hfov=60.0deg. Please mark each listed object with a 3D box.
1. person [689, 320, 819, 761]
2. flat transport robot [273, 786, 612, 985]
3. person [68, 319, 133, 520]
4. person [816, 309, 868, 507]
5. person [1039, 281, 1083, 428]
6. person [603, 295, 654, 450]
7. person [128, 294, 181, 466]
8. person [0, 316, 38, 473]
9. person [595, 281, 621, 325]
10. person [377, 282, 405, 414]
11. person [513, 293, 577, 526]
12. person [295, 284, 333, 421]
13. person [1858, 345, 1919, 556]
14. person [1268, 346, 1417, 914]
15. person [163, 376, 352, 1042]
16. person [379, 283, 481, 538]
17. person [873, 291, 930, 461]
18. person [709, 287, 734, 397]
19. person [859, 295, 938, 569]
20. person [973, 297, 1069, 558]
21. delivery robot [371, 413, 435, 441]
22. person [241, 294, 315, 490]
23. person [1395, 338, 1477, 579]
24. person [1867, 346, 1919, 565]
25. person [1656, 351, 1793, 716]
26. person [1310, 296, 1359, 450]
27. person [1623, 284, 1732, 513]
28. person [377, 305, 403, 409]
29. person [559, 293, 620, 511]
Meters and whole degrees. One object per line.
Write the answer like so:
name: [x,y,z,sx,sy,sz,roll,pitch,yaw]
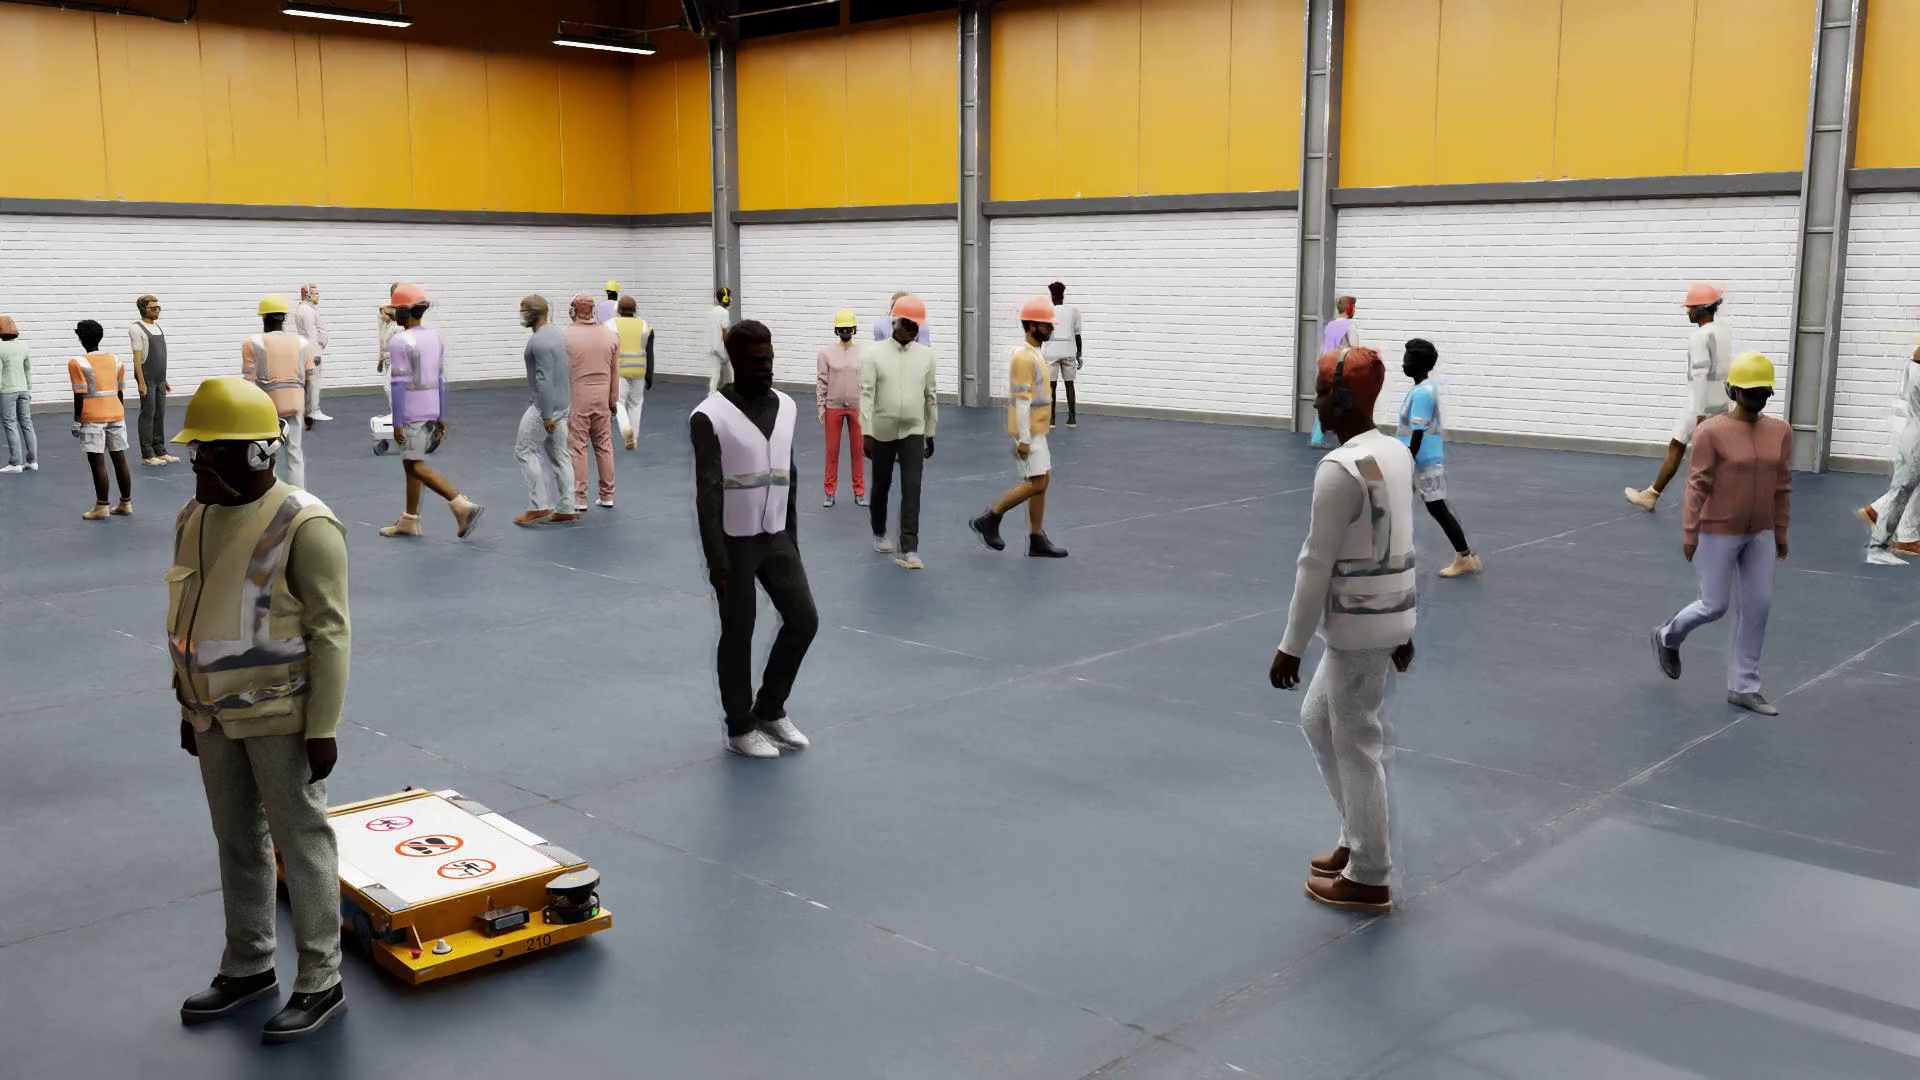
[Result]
person: [-0.872,0.015,7.133,0.515,1.901,0.638,7,12,38]
flat transport robot: [-1.808,1.090,5.542,0.652,0.197,1.431,-8,12,-41]
person: [-7.293,-1.018,14.094,0.320,1.698,0.537,3,10,20]
person: [-1.019,-1.172,14.841,0.522,1.769,0.311,-1,9,-8]
person: [1.320,-2.466,22.194,0.639,1.957,0.420,-2,9,-10]
person: [-3.855,-1.930,19.329,0.631,1.825,0.746,-4,10,-24]
person: [-8.713,-1.719,17.953,0.341,1.846,0.510,1,9,4]
person: [-9.899,-1.518,17.362,0.264,1.632,0.507,2,10,15]
person: [-5.696,-3.279,27.264,0.590,1.926,0.388,4,10,23]
person: [-7.894,-2.662,23.466,0.627,1.934,0.372,3,10,19]
person: [-3.475,-1.064,13.726,0.636,1.914,0.635,0,9,1]
person: [-9.066,-2.624,23.314,0.410,1.909,0.642,-6,11,-31]
person: [7.078,-0.818,12.354,0.544,1.867,0.601,9,13,43]
person: [1.265,0.302,5.479,0.494,1.867,0.592,5,11,30]
person: [-1.959,0.463,4.607,0.600,1.832,0.404,5,10,26]
person: [-4.164,-0.987,12.955,0.878,2.020,0.613,2,10,14]
person: [-0.645,-1.853,18.688,0.650,1.887,1.034,0,9,-3]
person: [-3.425,-2.816,24.701,0.772,1.839,0.547,-7,12,-38]
person: [-0.461,-0.805,12.079,0.625,1.940,0.995,-3,10,-15]
person: [0.467,-0.811,12.169,0.605,1.919,0.542,2,9,11]
delivery robot: [-6.389,-1.314,19.123,0.707,0.478,0.477,-2,9,-11]
person: [-5.752,-1.101,13.961,0.627,1.900,0.762,-8,12,-42]
person: [3.162,-0.553,11.394,0.862,1.654,0.543,2,9,11]
person: [6.916,-0.643,11.779,0.847,1.715,0.496,5,11,29]
person: [3.721,-0.054,8.074,0.539,1.744,0.625,-2,9,-12]
person: [4.545,-1.956,19.541,0.957,1.792,0.597,-2,10,-14]
person: [6.282,-1.179,14.204,0.633,1.986,1.050,-7,12,-39]
person: [-7.768,-2.390,22.733,0.367,1.626,0.507,-8,12,-39]
person: [-3.301,-1.208,14.631,0.409,1.906,0.652,9,13,44]
